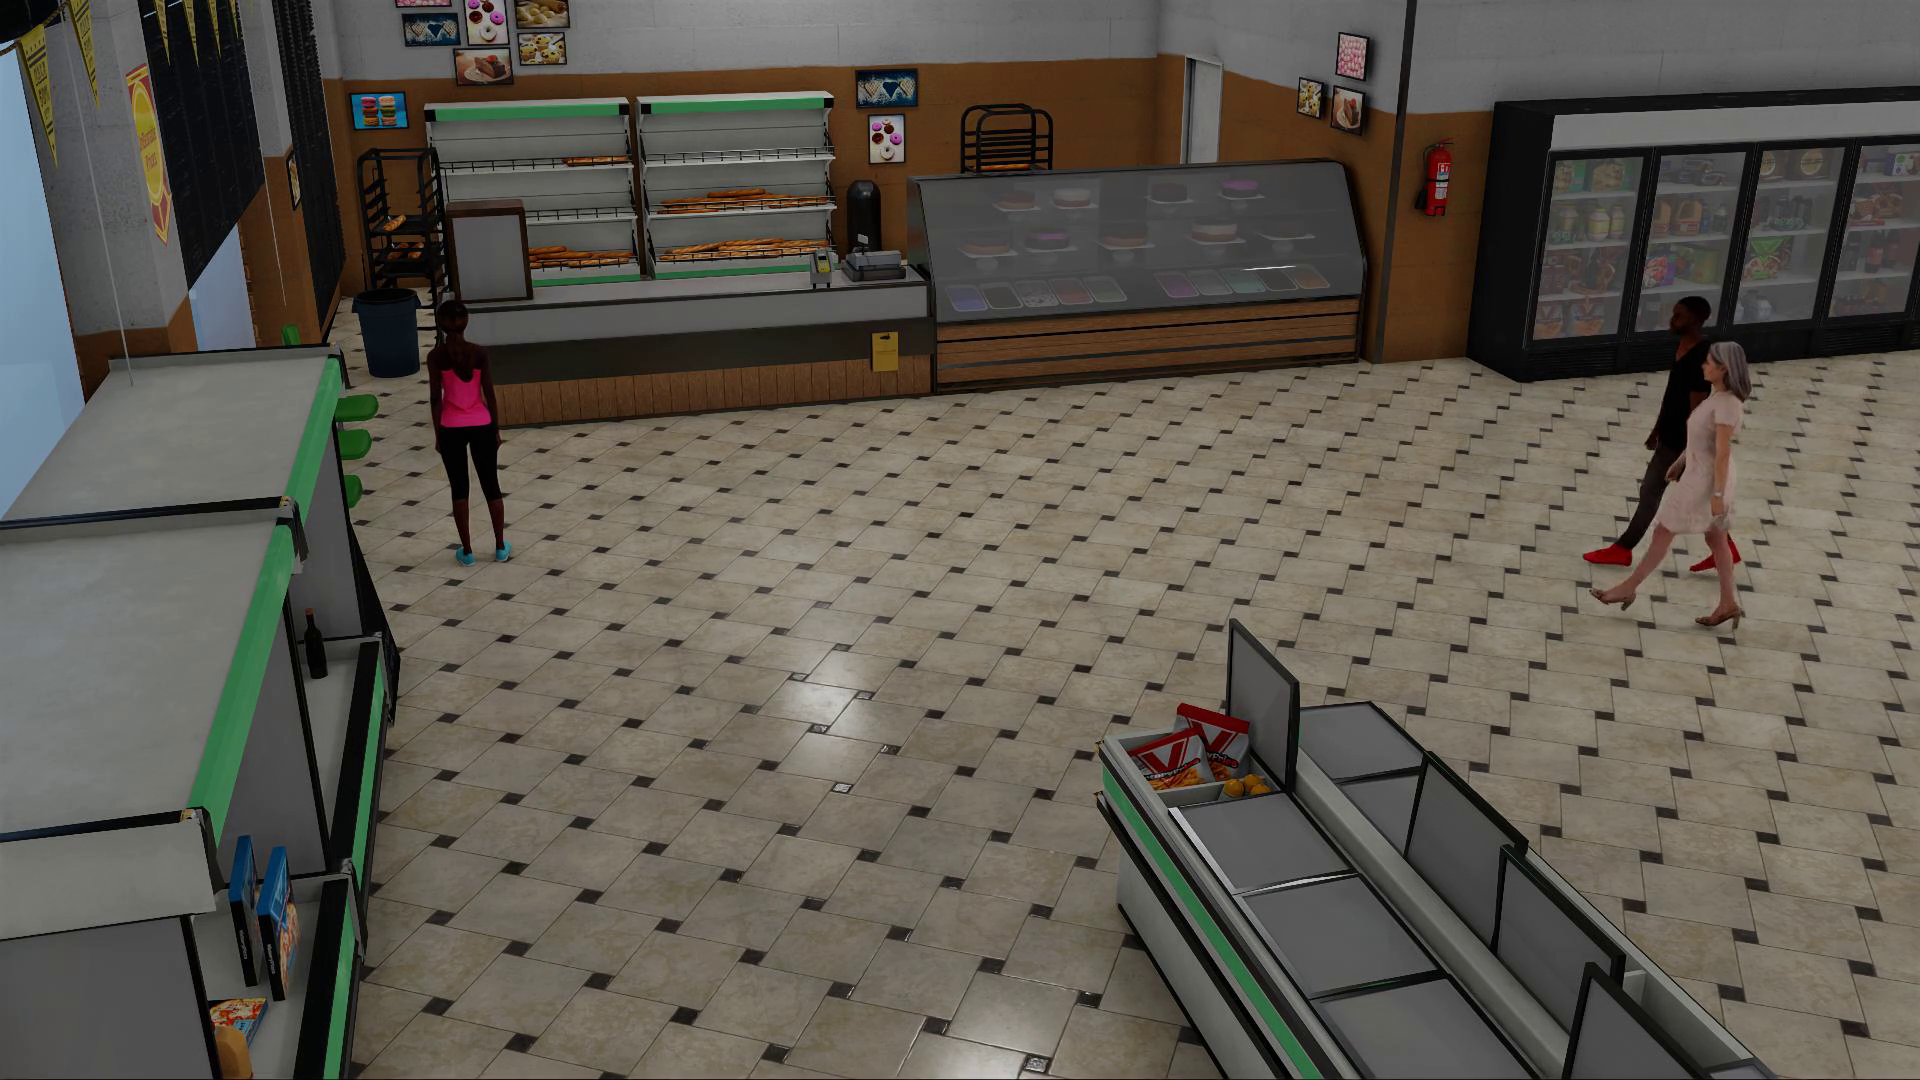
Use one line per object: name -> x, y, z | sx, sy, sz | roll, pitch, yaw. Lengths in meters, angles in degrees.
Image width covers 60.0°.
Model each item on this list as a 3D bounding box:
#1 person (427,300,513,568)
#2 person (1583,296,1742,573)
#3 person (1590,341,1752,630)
person -> -3.129, -0.678, 10.544 | 0.569, 1.722, 0.555 | -8, 23, -18
person -> 4.571, -0.611, 10.304 | 1.129, 1.777, 1.210 | 6, 23, 14
person -> 4.405, -0.279, 9.575 | 1.081, 1.704, 1.071 | 10, 24, 23
